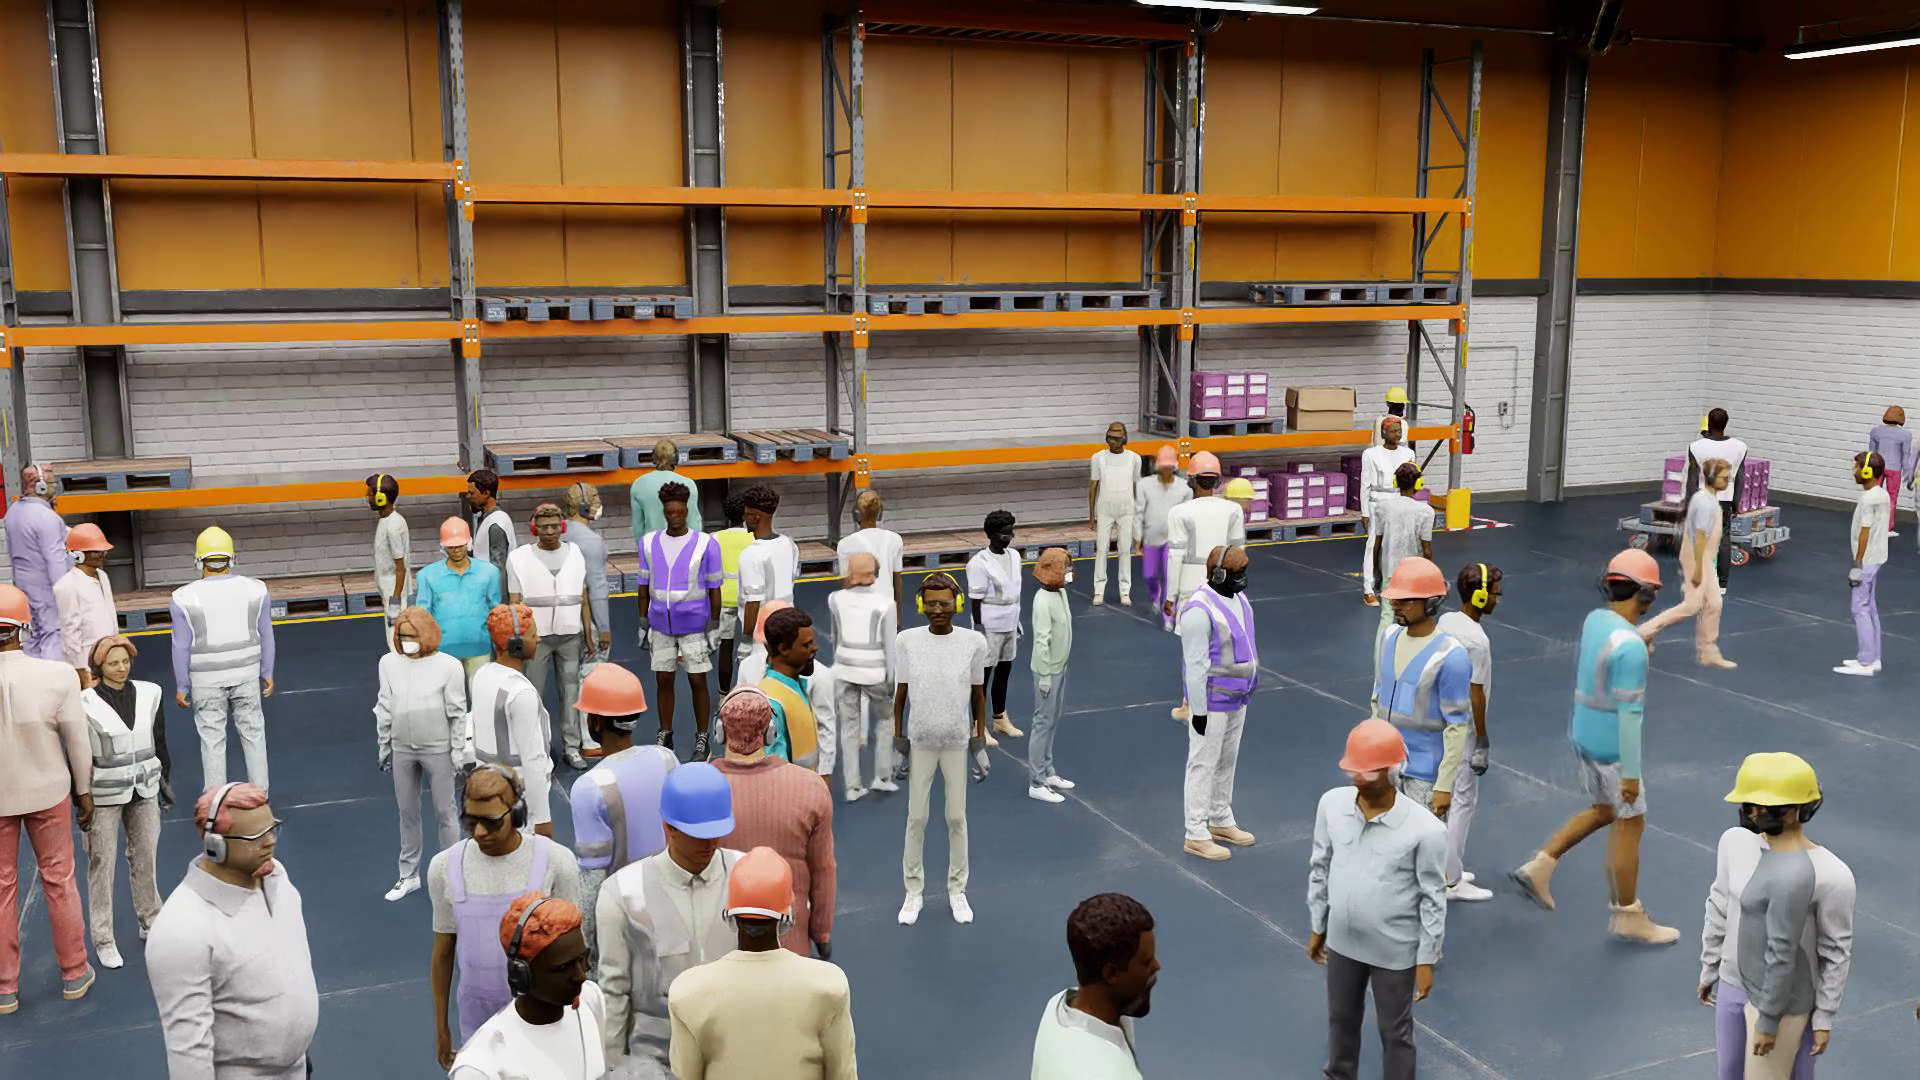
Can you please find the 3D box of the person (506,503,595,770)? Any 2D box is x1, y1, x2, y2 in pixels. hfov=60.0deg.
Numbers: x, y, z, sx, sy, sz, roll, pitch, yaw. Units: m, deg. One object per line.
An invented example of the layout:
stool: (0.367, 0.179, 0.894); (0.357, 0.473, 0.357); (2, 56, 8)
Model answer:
person: (-2.748, 0.655, 11.196); (0.565, 1.845, 0.384); (-5, 11, -28)

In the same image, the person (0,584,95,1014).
person: (-4.352, 1.188, 7.700); (0.622, 1.994, 0.381); (-6, 11, -30)

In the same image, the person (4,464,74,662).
person: (-6.953, 0.368, 12.679); (0.645, 1.907, 0.400); (7, 12, 36)

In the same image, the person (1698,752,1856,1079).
person: (2.875, 1.611, 5.924); (0.313, 1.769, 0.525); (-6, 12, -32)

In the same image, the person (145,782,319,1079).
person: (-2.195, 1.671, 5.171); (0.403, 1.906, 0.651); (1, 10, 4)

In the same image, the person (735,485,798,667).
person: (-1.306, 0.608, 11.127); (0.365, 1.965, 0.608); (4, 11, 21)

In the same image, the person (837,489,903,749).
person: (-0.643, 0.557, 11.768); (0.509, 1.846, 0.342); (-6, 12, -31)

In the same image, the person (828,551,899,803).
person: (-0.599, 0.866, 10.650); (0.509, 1.618, 0.482); (4, 11, 21)

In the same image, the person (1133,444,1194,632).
person: (1.906, -0.047, 15.557); (0.570, 1.735, 0.643); (2, 10, 11)

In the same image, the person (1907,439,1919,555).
person: (11.285, -0.623, 19.297); (0.512, 1.598, 0.841); (4, 11, 22)

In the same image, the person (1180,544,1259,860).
person: (1.517, 0.928, 9.679); (0.428, 1.836, 0.623); (7, 12, 35)

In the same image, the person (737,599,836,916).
person: (-0.919, 1.156, 8.580); (0.569, 1.748, 0.344); (4, 11, 22)

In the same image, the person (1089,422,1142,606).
person: (1.536, -0.258, 16.467); (0.516, 1.841, 0.325); (1, 10, 3)

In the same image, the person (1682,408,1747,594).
person: (7.706, -0.392, 17.017); (0.593, 1.922, 0.392); (0, 10, -2)

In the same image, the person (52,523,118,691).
person: (-5.658, 0.756, 10.879); (0.332, 1.753, 0.561); (-1, 10, -3)

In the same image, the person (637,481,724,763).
person: (-1.919, 0.570, 11.341); (0.614, 1.964, 0.361); (2, 10, 12)

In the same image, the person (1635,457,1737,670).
person: (6.129, 0.189, 13.992); (0.803, 1.814, 0.537); (5, 11, 28)

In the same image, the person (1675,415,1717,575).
person: (8.028, -0.470, 17.909); (0.522, 1.769, 0.317); (8, 13, 40)

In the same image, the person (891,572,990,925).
person: (-0.103, 1.081, 8.677); (0.517, 1.873, 0.328); (0, 10, -2)

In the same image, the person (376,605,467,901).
person: (-2.900, 1.148, 8.968); (0.499, 1.633, 0.281); (1, 10, 8)

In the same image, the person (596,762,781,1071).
person: (-0.846, 1.633, 5.304); (0.605, 1.939, 0.418); (-5, 11, -25)

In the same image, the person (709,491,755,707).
person: (-1.682, 0.471, 12.689); (0.537, 1.696, 0.317); (0, 10, -2)

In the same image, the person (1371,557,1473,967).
person: (2.197, 1.089, 8.132); (0.377, 2.044, 0.607); (-5, 11, -25)

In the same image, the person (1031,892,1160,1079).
person: (0.325, 1.827, 4.278); (0.399, 1.915, 0.591); (0, 10, -2)

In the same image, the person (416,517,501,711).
person: (-3.345, 0.706, 11.169); (0.575, 1.749, 0.334); (-4, 11, -23)

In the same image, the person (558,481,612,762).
person: (-2.593, 0.558, 11.491); (0.362, 1.939, 0.635); (-8, 13, -40)

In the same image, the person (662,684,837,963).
person: (-0.789, 1.479, 6.281); (0.648, 1.907, 0.409); (-2, 10, -14)

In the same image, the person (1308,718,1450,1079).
person: (1.575, 1.534, 6.400); (0.564, 1.751, 0.342); (10, 14, 44)

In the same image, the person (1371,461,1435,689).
person: (3.508, 0.303, 13.193); (0.510, 1.862, 0.327); (7, 12, 36)

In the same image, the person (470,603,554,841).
person: (-2.079, 1.223, 7.815); (0.345, 1.882, 0.584); (-8, 13, -39)

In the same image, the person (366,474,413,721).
person: (-4.258, 0.432, 12.427); (0.317, 1.867, 0.531); (-4, 11, -24)

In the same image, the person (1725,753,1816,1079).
person: (2.859, 1.617, 5.923); (0.340, 1.754, 0.536); (4, 11, 21)

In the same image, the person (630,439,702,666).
person: (-2.466, 0.108, 14.088); (0.632, 1.940, 0.372); (3, 10, 17)

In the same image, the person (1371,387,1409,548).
person: (5.049, -0.824, 19.485); (0.381, 1.928, 0.587); (-4, 11, -23)

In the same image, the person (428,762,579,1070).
person: (-1.527, 1.628, 5.637); (0.518, 1.836, 0.347); (0, 10, -2)

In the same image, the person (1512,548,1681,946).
person: (3.283, 1.040, 8.482); (0.716, 2.016, 0.648); (1, 10, 3)

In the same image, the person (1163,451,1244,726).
person: (1.790, 0.357, 12.353); (0.615, 2.040, 0.391); (-3, 10, -17)

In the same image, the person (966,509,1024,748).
person: (0.263, 0.619, 11.844); (0.315, 1.694, 0.540); (8, 13, 38)

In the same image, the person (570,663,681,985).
person: (-1.318, 1.430, 6.470); (0.361, 1.939, 0.542); (6, 11, 30)

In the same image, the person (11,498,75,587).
person: (-7.173, 0.426, 13.101); (0.523, 1.644, 0.309); (0, 10, -3)

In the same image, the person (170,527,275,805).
person: (-4.533, 0.827, 10.248); (0.600, 1.832, 0.404); (-8, 13, -39)

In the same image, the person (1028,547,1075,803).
person: (0.594, 0.850, 10.689); (0.265, 1.632, 0.508); (3, 10, 17)

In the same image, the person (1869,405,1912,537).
person: (11.440, -0.848, 20.501); (0.279, 1.624, 0.494); (-8, 13, -38)

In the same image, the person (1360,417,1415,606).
person: (4.240, -0.284, 16.500); (0.577, 1.884, 0.353); (-3, 10, -15)

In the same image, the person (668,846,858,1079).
person: (-0.586, 1.775, 5.011); (0.563, 1.753, 0.327); (-1, 10, -5)

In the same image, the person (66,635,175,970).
person: (-4.151, 1.272, 8.239); (0.308, 1.640, 0.511); (6, 12, 32)

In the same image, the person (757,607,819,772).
person: (-0.803, 1.246, 7.585); (0.390, 1.920, 0.588); (0, 10, -1)

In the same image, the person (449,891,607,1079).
person: (-1.081, 1.824, 4.354); (0.337, 1.882, 0.584); (3, 10, 19)

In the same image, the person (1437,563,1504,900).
person: (2.736, 1.034, 9.004); (0.345, 1.857, 0.525); (-2, 10, -9)

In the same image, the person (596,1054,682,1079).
person: (-0.561, 1.955, 3.151); (0.714, 2.000, 0.776); (-10, 14, -44)

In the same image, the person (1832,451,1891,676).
person: (7.541, 0.196, 13.836); (0.338, 1.857, 0.522); (8, 13, 39)

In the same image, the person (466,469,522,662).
person: (-3.434, 0.422, 12.369); (0.387, 1.910, 0.590); (-4, 11, -22)
